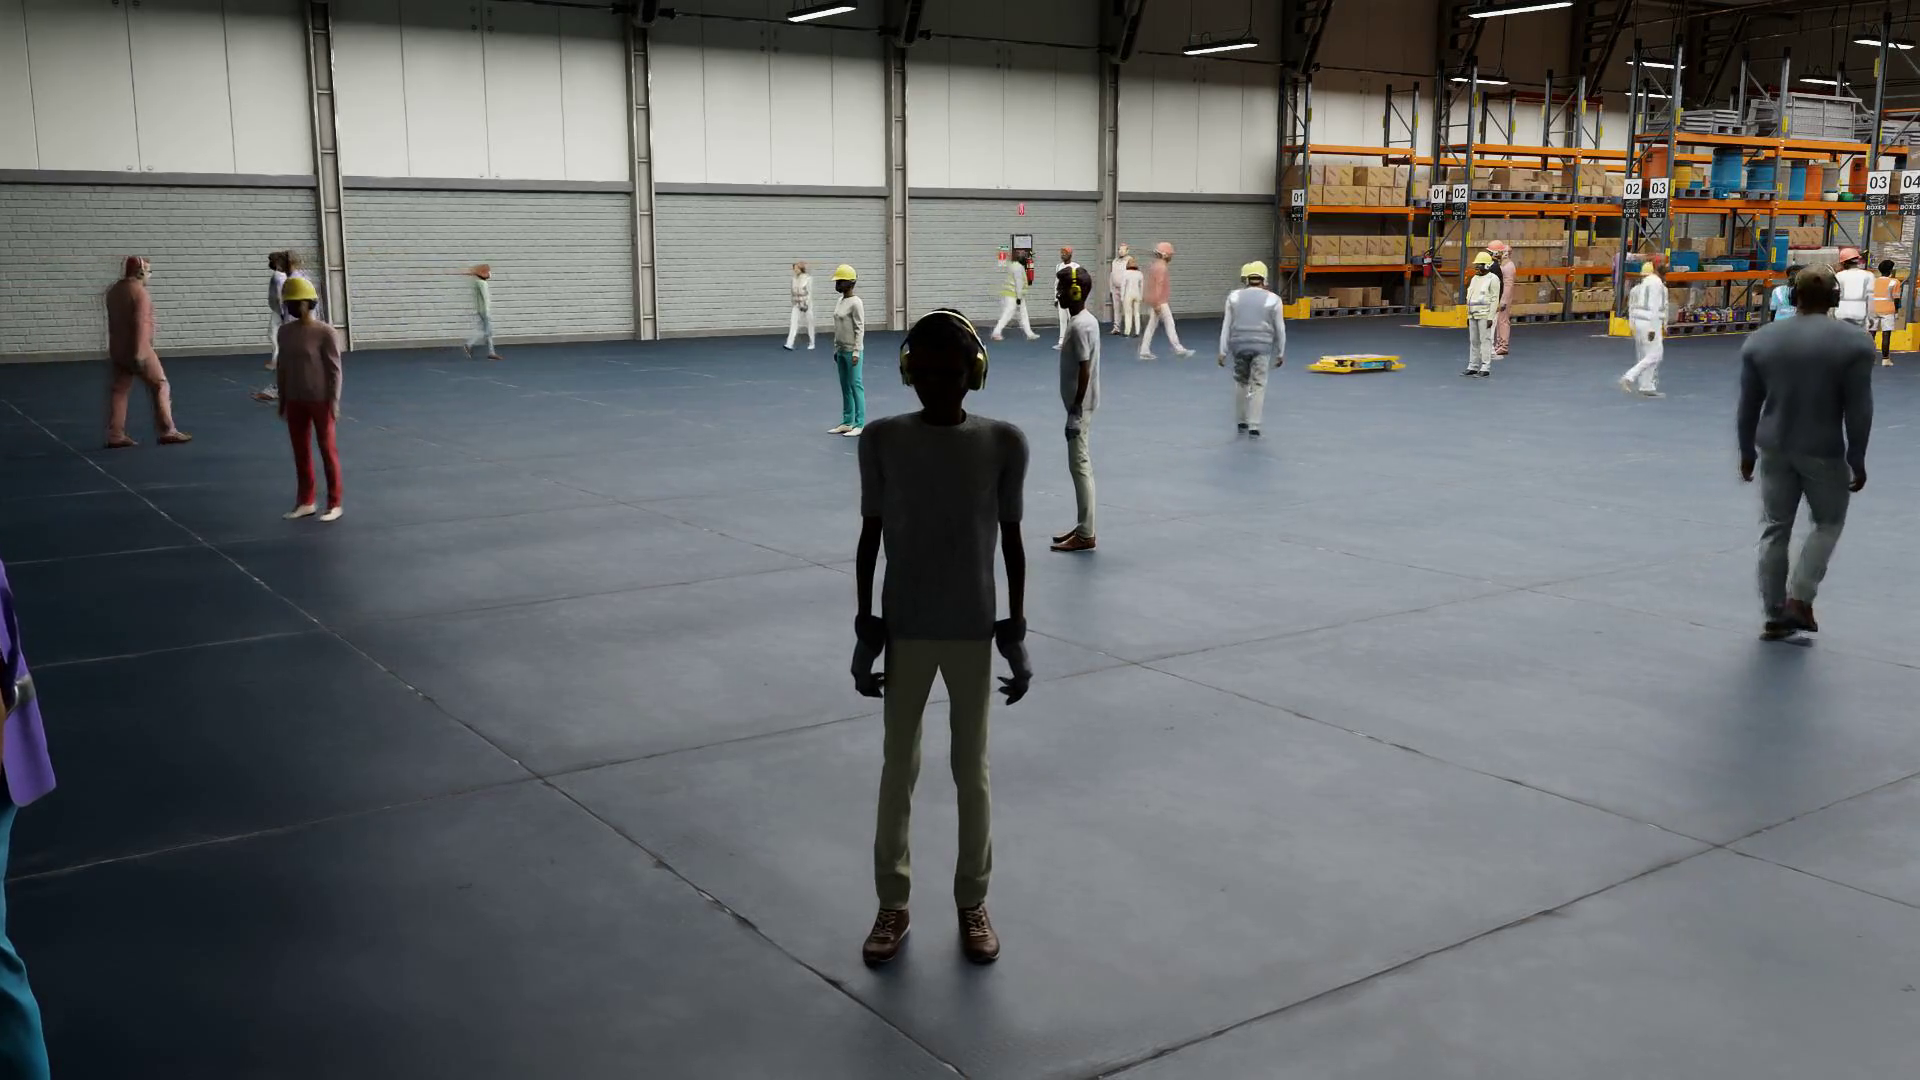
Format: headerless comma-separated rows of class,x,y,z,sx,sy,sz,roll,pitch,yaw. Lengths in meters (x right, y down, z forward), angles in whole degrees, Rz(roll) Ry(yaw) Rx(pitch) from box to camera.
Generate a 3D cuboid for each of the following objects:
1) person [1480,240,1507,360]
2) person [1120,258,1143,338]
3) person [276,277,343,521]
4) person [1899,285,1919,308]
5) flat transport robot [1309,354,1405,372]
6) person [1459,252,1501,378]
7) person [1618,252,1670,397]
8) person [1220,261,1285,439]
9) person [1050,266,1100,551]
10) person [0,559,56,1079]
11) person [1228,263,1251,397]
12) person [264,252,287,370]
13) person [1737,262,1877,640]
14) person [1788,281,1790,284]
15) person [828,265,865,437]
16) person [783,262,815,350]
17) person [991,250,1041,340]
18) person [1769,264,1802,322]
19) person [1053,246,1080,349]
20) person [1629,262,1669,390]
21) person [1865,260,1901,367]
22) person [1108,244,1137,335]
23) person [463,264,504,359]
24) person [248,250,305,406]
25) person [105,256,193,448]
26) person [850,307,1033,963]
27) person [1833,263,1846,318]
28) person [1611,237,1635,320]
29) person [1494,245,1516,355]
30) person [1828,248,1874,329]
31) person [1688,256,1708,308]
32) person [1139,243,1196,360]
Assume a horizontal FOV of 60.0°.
person,8.970,-4.036,28.013,0.382,1.995,0.612,0,10,-2
person,3.508,-4.932,33.946,0.506,1.622,0.290,-4,11,-23
person,-4.729,-1.012,12.065,0.531,1.768,0.321,3,11,17
person,19.167,-4.985,33.406,0.624,1.933,0.369,6,12,29
flat transport robot,6.112,-2.724,25.545,1.431,0.197,0.652,-7,13,-34
person,7.621,-3.291,24.368,0.404,1.833,0.589,-4,11,-20
person,8.810,-2.743,21.308,0.495,1.866,0.589,2,11,10
person,3.041,-1.968,17.198,0.630,1.800,0.753,4,11,20
person,0.758,-0.854,10.922,0.312,1.865,0.537,1,10,8
person,-2.044,0.538,3.343,0.373,1.843,0.570,-10,14,-43
person,3.645,-2.635,21.055,0.530,1.732,0.873,1,10,8
person,-10.551,-3.536,25.766,0.696,1.822,0.640,0,10,0
person,4.288,-0.440,8.478,0.657,1.925,0.438,9,14,41
person,24.360,-7.700,48.321,0.739,1.919,0.703,5,12,26
person,-1.169,-1.956,17.235,0.315,1.770,0.524,-6,12,-29
person,-2.900,-4.240,30.237,0.514,1.591,0.847,5,11,25
person,1.082,-4.849,33.059,0.971,1.792,0.665,1,10,7
person,11.329,-2.908,22.686,0.558,1.702,0.416,5,12,27
person,1.953,-4.397,30.294,0.584,1.882,0.337,10,14,44
person,9.158,-2.831,22.176,0.486,1.714,0.736,6,12,28
person,14.651,-3.597,26.432,0.319,1.693,0.533,-8,13,-39
person,3.403,-5.235,34.870,0.671,1.914,0.436,9,14,40
person,-7.995,-3.808,27.804,0.585,1.614,0.503,-4,11,-23
person,-8.138,-2.543,20.107,1.003,1.890,0.639,-5,12,-26
person,-8.060,-1.848,16.392,0.647,1.863,0.877,6,12,30
person,-0.054,0.279,4.716,0.518,1.865,0.330,0,10,0
person,15.101,-3.952,28.651,0.855,1.595,0.516,-3,11,-17
person,15.513,-6.038,38.851,0.392,2.041,0.615,-5,11,-25
person,9.492,-4.206,29.170,0.409,1.913,0.642,1,10,7
person,12.771,-3.233,23.878,0.589,1.896,0.729,4,11,20
person,17.930,-6.093,40.380,0.845,1.579,0.520,-9,14,-41
person,3.478,-3.982,27.834,0.996,1.944,0.647,0,10,0
